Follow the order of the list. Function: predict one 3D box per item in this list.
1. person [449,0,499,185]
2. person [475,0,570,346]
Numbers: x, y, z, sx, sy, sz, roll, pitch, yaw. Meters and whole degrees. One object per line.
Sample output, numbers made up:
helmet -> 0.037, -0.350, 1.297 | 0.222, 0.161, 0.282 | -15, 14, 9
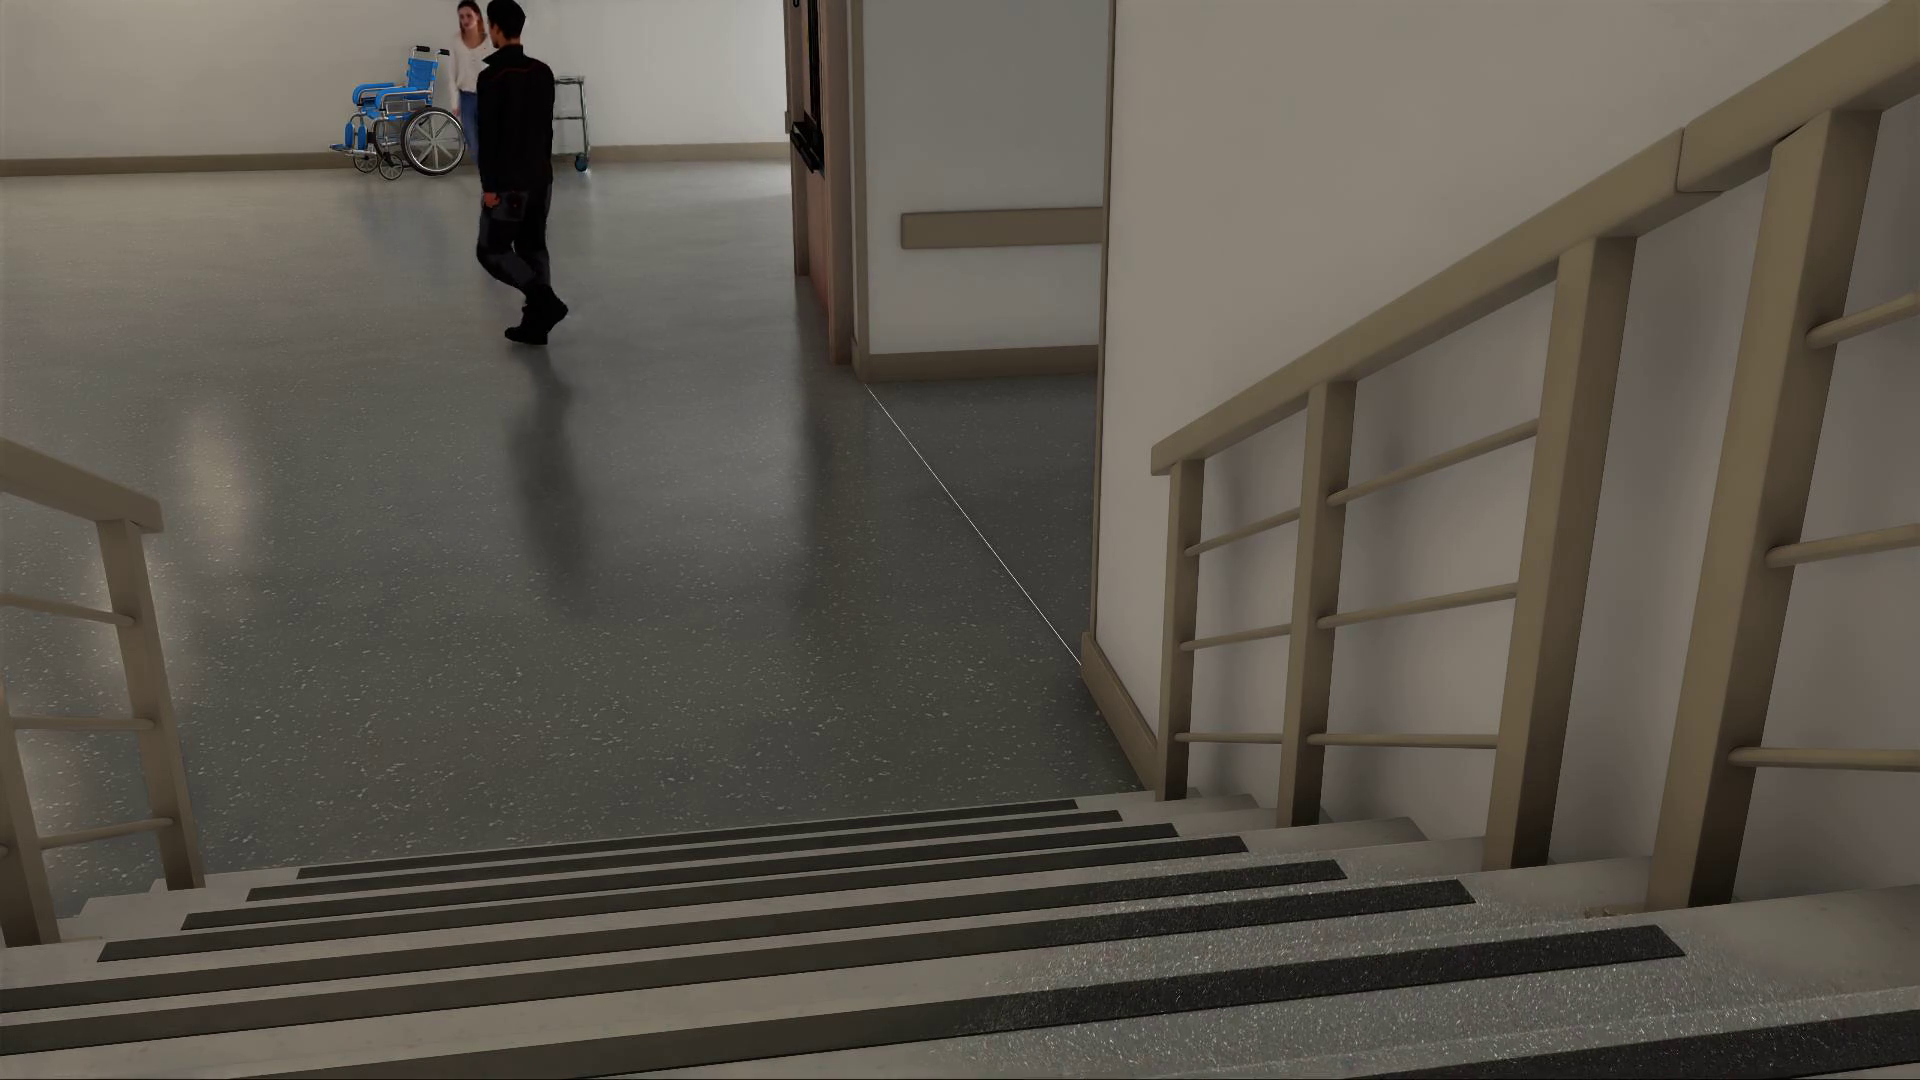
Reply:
person -> -4.031, -3.667, 14.028 | 0.702, 1.672, 0.878 | -3, 21, -7
person -> -2.418, -2.026, 9.323 | 0.984, 1.937, 0.923 | 10, 23, 24
